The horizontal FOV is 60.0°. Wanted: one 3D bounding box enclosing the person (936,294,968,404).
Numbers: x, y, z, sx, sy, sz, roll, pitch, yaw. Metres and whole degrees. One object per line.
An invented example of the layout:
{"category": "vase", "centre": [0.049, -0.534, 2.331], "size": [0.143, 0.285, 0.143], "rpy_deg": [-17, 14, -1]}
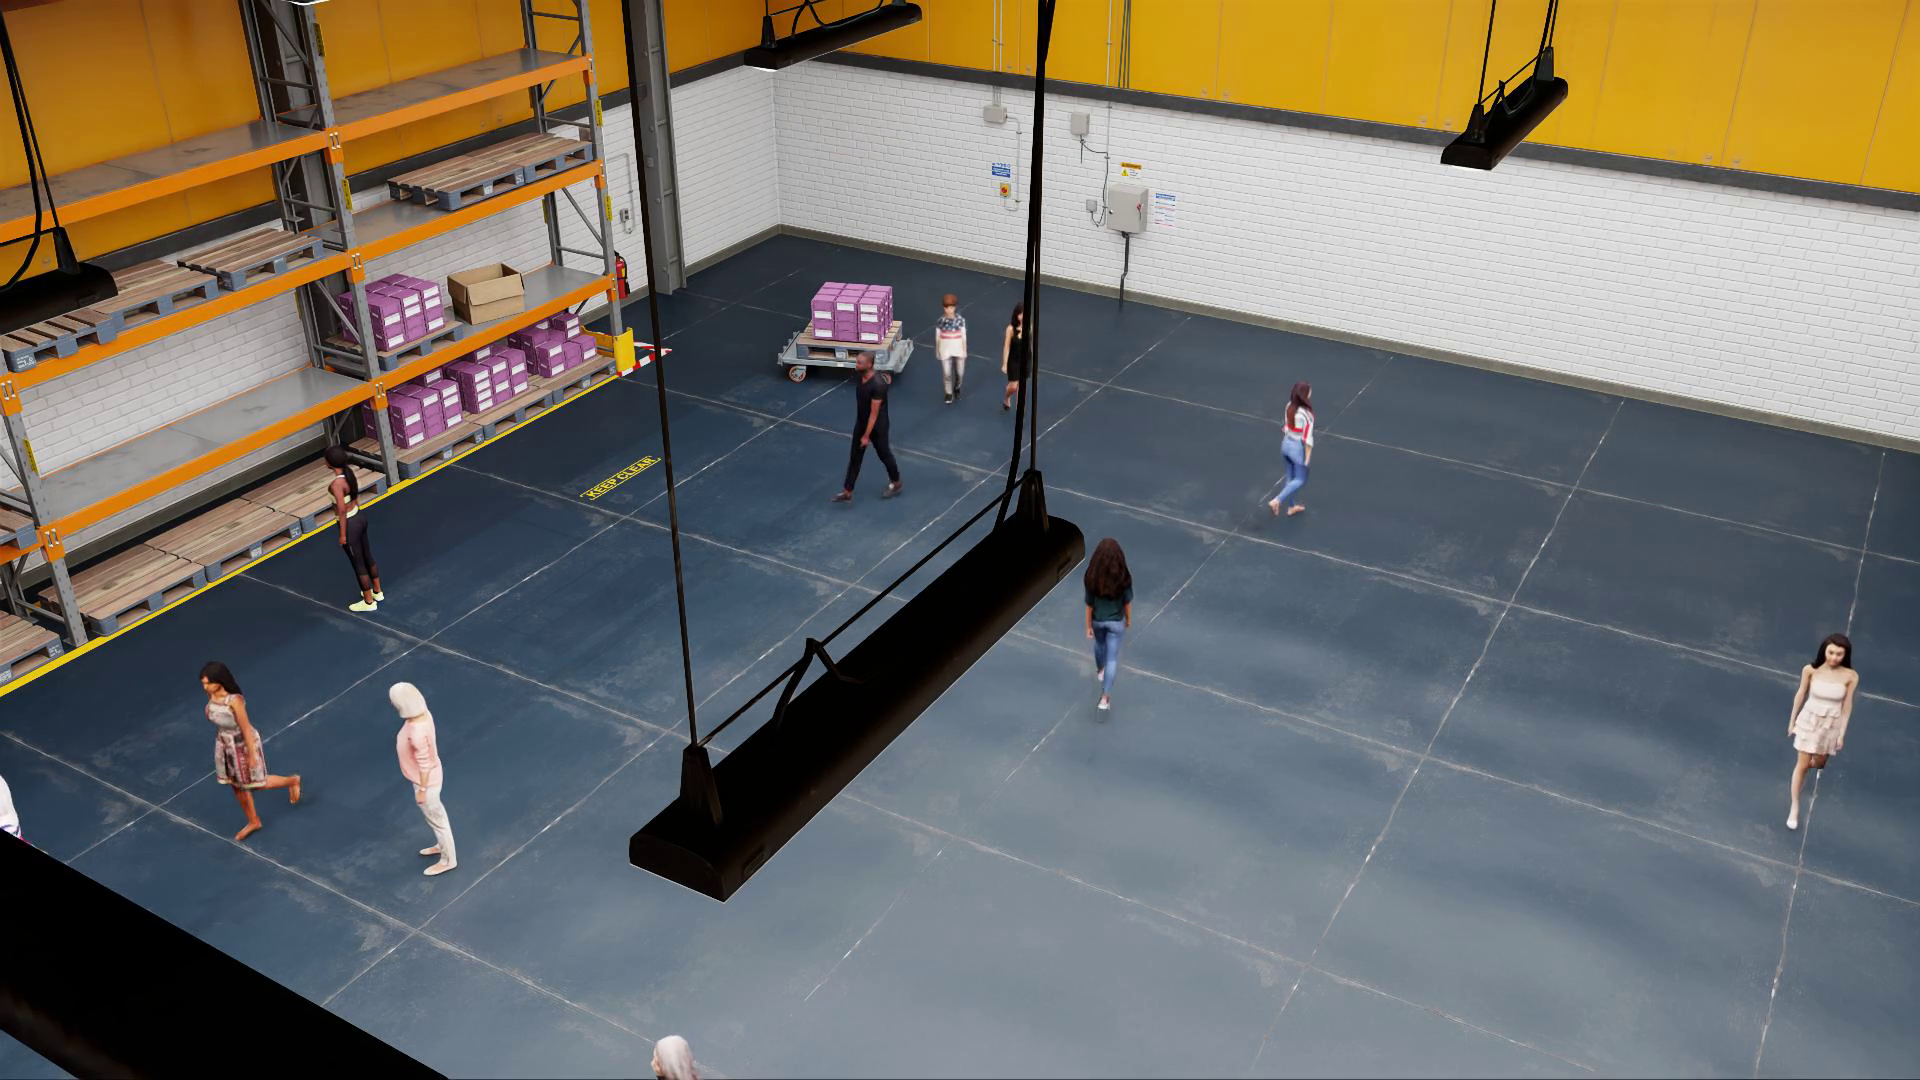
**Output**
{"category": "person", "centre": [-0.102, -2.428, 20.911], "size": [0.631, 1.429, 0.661], "rpy_deg": [1, 29, 2]}

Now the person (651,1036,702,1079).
{"category": "person", "centre": [-1.606, 3.531, 9.655], "size": [0.743, 1.747, 0.700], "rpy_deg": [-11, 30, -19]}

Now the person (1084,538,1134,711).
{"category": "person", "centre": [1.324, 0.776, 14.880], "size": [0.825, 1.580, 1.169], "rpy_deg": [6, 29, 10]}

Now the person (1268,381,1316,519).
{"category": "person", "centre": [3.583, -0.951, 18.025], "size": [0.959, 1.600, 0.822], "rpy_deg": [-16, 32, -27]}

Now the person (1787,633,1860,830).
{"category": "person", "centre": [6.940, 1.492, 13.427], "size": [0.645, 1.714, 0.977], "rpy_deg": [12, 31, 21]}

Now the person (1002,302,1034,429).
{"category": "person", "centre": [0.707, -2.166, 20.217], "size": [0.831, 1.633, 0.890], "rpy_deg": [-7, 29, -12]}

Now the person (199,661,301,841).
{"category": "person", "centre": [-5.692, 1.615, 13.293], "size": [0.651, 1.626, 0.850], "rpy_deg": [16, 32, 27]}

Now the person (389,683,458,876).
{"category": "person", "centre": [-4.125, 1.815, 12.833], "size": [0.722, 1.716, 0.679], "rpy_deg": [-10, 30, -17]}

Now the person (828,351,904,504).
{"category": "person", "centre": [-0.882, -1.234, 18.367], "size": [1.265, 1.768, 0.977], "rpy_deg": [-20, 34, -32]}

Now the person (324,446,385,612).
{"category": "person", "centre": [-5.964, -0.121, 16.343], "size": [0.696, 1.753, 0.570], "rpy_deg": [3, 29, 5]}
